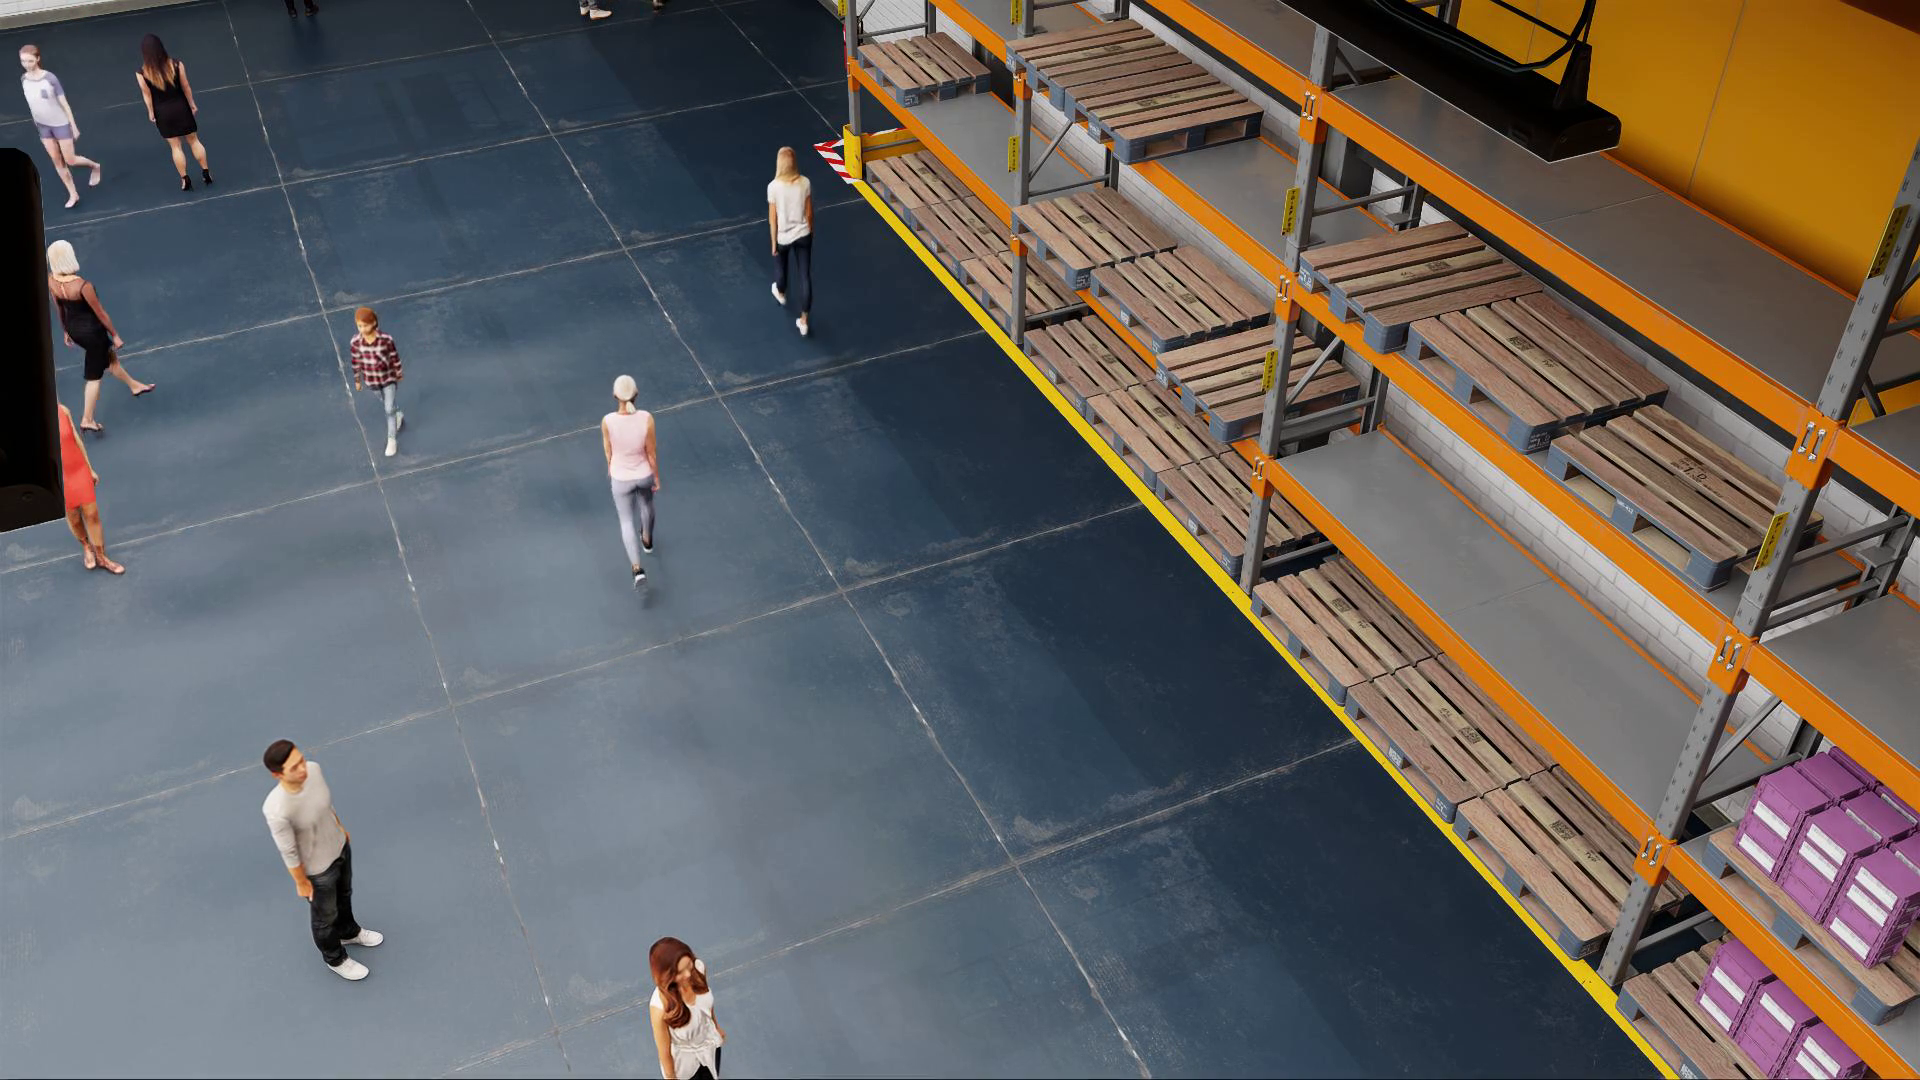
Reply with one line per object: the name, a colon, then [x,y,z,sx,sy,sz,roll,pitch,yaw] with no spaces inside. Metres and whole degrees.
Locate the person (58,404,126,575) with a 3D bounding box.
person: [-6.788,-0.488,12.596,0.829,1.717,0.764,27,46,30]

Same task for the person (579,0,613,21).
person: [-4.878,-7.725,21.514,0.787,1.897,0.598,-29,47,-32]

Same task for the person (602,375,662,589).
person: [-2.462,-0.428,12.532,0.699,1.702,1.117,-9,40,-11]

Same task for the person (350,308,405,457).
person: [-4.915,-1.421,14.122,0.750,1.271,0.979,-2,39,-3]

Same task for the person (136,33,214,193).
person: [-8.352,-4.538,17.667,0.697,1.718,0.668,-26,45,-29]

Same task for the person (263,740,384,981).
person: [-3.726,1.820,9.630,0.799,1.811,0.685,6,39,7]

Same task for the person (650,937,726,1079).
person: [-1.405,2.655,8.606,0.716,1.785,0.681,18,42,21]

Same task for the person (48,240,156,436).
person: [-7.434,-1.677,14.098,1.091,1.700,1.118,14,41,17]

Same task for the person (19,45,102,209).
person: [-9.440,-4.382,17.448,0.806,1.746,0.900,8,39,10]

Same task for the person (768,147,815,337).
person: [-1.512,-2.715,15.338,0.673,1.775,1.083,-13,40,-16]
